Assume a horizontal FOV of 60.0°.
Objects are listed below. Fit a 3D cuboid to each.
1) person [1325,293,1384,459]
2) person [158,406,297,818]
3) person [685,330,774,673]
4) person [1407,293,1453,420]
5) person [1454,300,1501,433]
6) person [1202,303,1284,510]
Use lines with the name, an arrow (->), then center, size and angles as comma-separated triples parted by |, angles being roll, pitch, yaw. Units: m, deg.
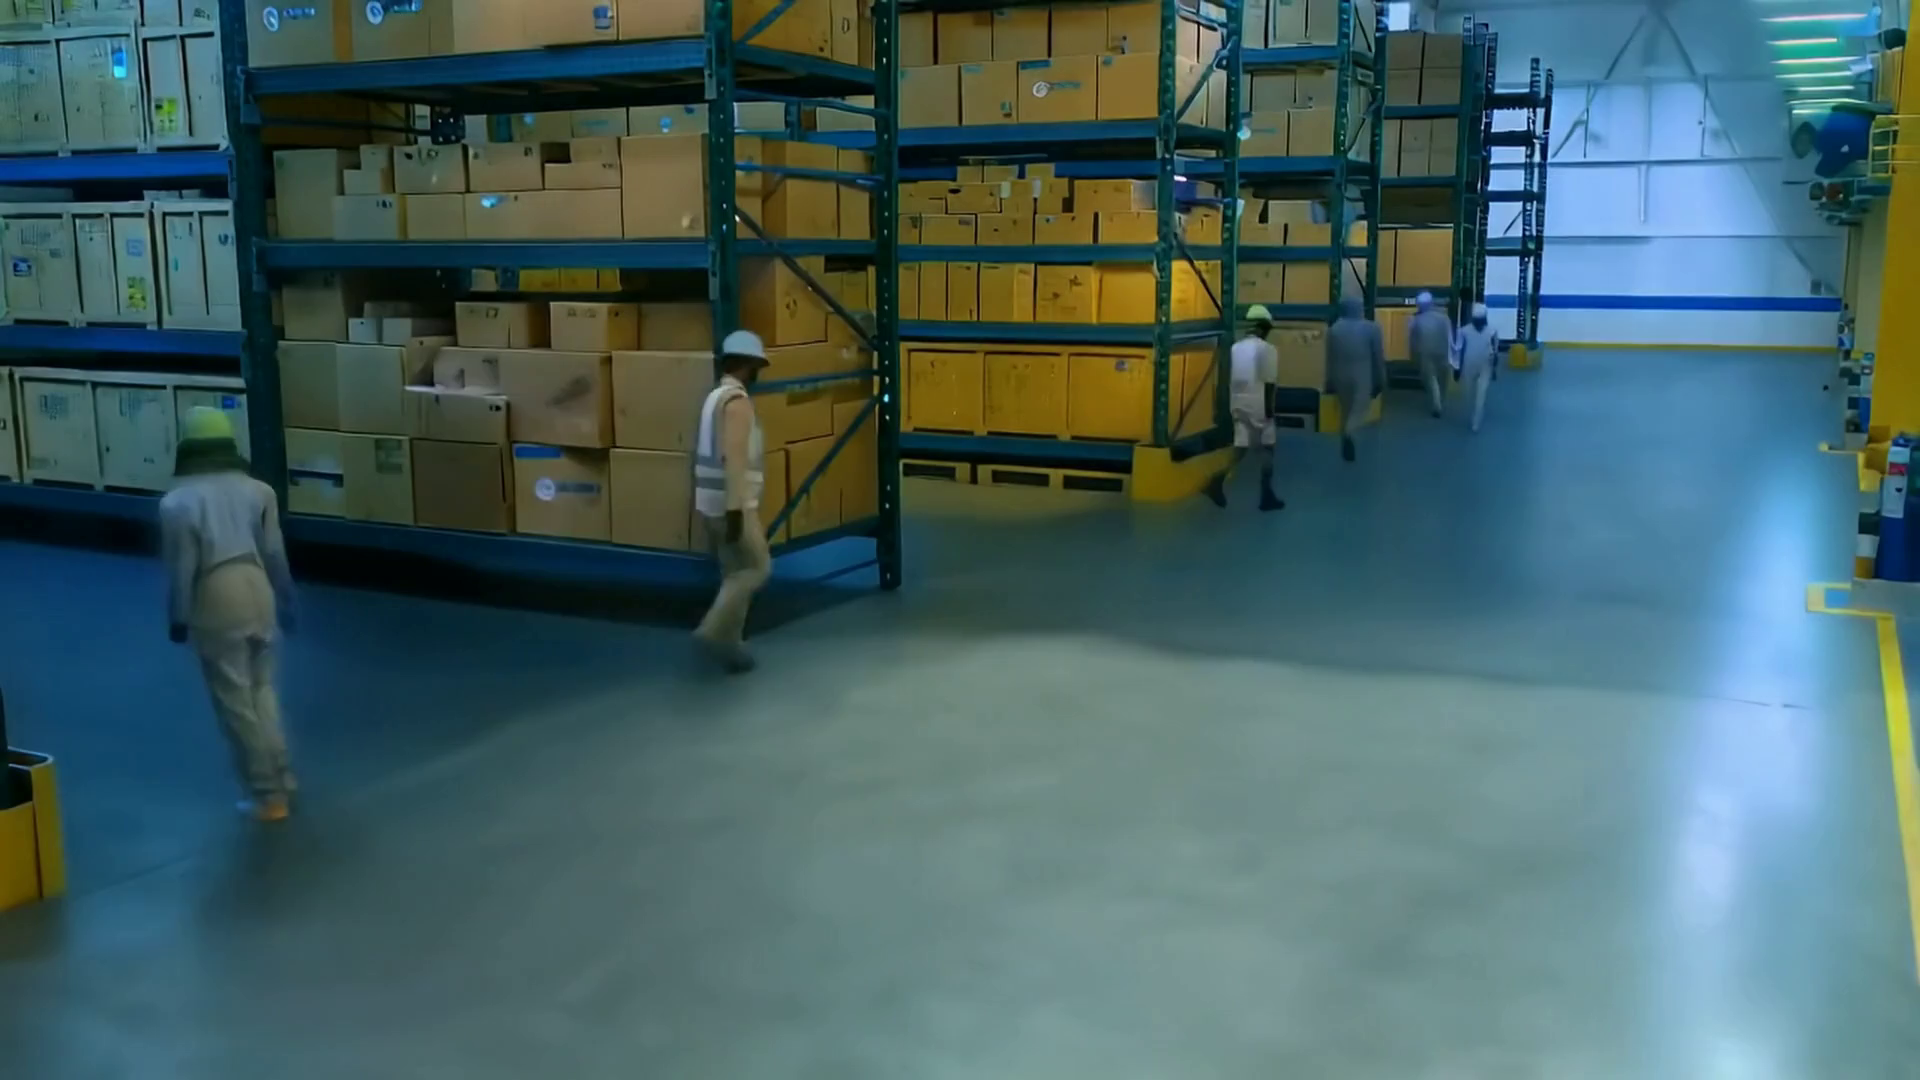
person -> 4.434, -1.840, 18.762 | 0.655, 1.889, 0.714 | 5, 11, 29
person -> -3.022, 0.308, 6.838 | 0.546, 1.708, 0.485 | 6, 11, 31
person -> -1.248, -0.202, 9.225 | 0.478, 1.900, 0.671 | -4, 10, -20
person -> 6.615, -2.593, 23.508 | 0.617, 1.756, 0.903 | -2, 10, -11
person -> 6.720, -2.256, 21.624 | 0.591, 1.731, 0.481 | 3, 10, 19
person -> 2.568, -1.184, 14.983 | 0.818, 1.892, 0.595 | -6, 12, -32
